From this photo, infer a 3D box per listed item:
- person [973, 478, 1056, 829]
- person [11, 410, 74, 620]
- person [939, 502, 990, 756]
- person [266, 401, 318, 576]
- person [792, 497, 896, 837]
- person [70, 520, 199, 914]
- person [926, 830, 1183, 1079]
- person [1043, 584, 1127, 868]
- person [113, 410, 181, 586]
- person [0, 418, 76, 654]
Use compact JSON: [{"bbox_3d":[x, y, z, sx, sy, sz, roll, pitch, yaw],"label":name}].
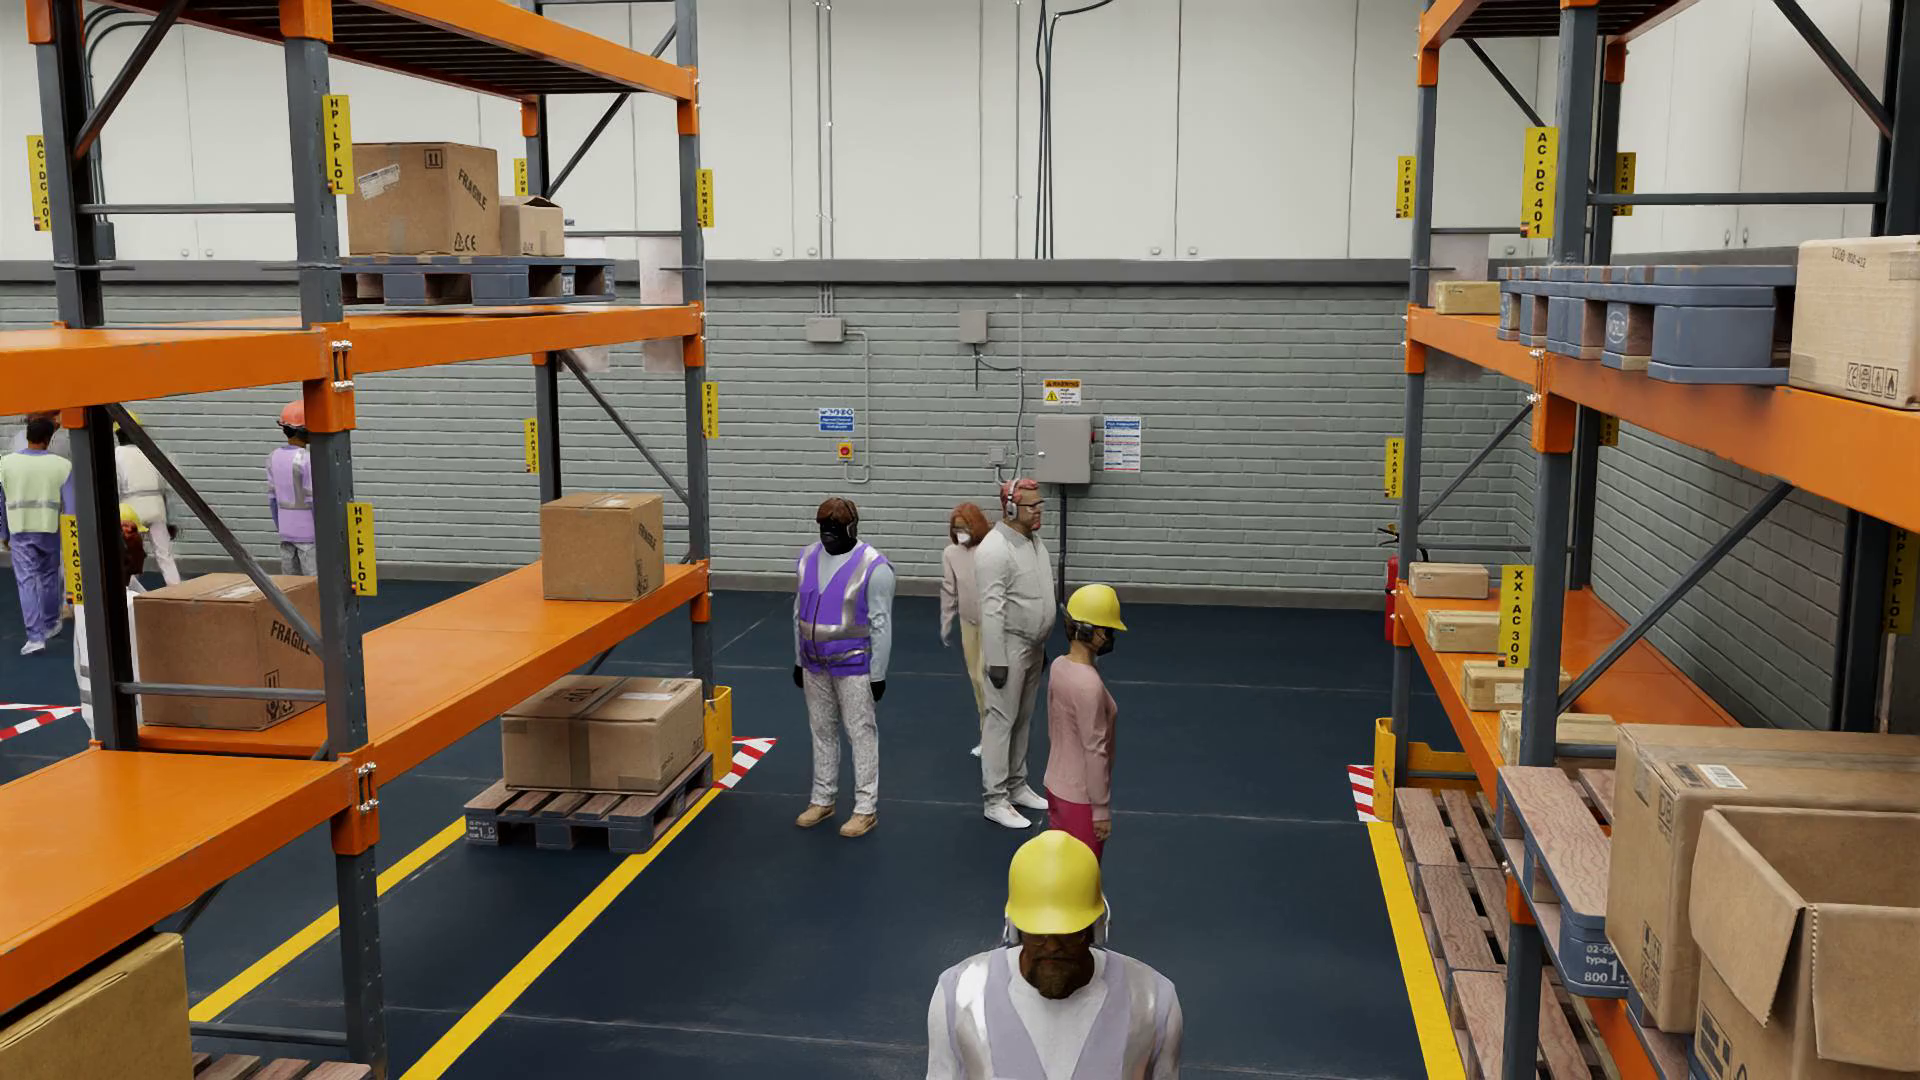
[{"bbox_3d":[0.330,0.606,9.169,0.404,1.911,0.636,4,10,25],"label":"person"},{"bbox_3d":[-7.821,-0.303,14.365,0.707,2.000,0.595,5,10,28],"label":"person"},{"bbox_3d":[0.119,0.556,10.362,0.527,1.612,0.384,7,11,36],"label":"person"},{"bbox_3d":[-5.024,-0.044,12.762,0.605,2.045,0.376,6,11,34],"label":"person"},{"bbox_3d":[-0.651,0.676,8.981,0.630,1.837,0.429,6,11,34],"label":"person"},{"bbox_3d":[-3.915,0.839,7.811,0.576,1.882,0.362,7,11,36],"label":"person"},{"bbox_3d":[0.205,1.529,3.708,0.590,1.833,0.404,0,9,-1],"label":"person"},{"bbox_3d":[0.517,1.053,6.872,0.327,1.760,0.523,-2,9,-14],"label":"person"},{"bbox_3d":[-7.072,-0.203,14.388,1.095,1.854,0.596,8,12,41],"label":"person"},{"bbox_3d":[-7.421,-0.052,13.400,0.586,1.857,1.014,-5,11,-30],"label":"person"}]
